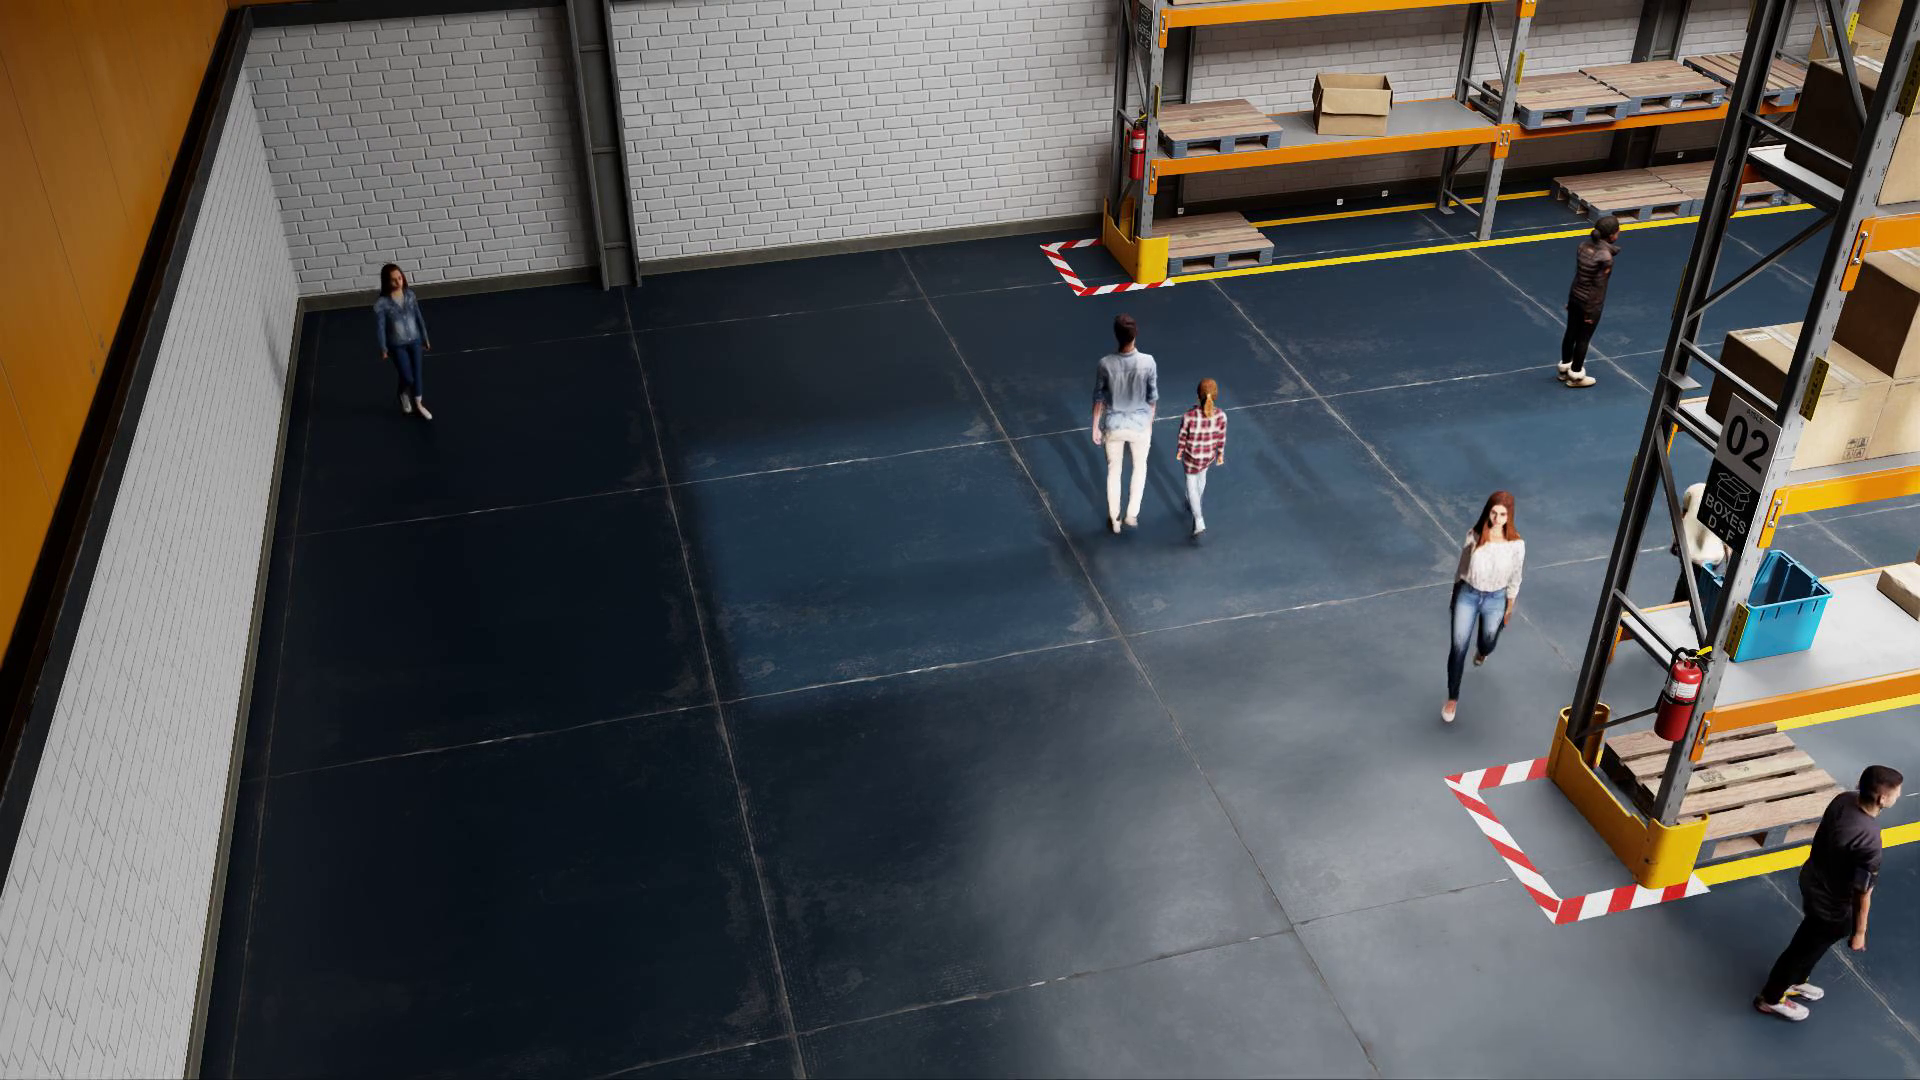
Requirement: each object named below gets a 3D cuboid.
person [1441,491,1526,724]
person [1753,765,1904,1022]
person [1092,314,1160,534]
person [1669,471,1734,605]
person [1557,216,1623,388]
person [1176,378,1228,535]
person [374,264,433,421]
[{"bbox_3d":[3.538,0.377,11.251,1.007,1.711,1.011,14,36,20],"label":"person"},{"bbox_3d":[4.567,1.899,8.929,0.793,1.747,0.786,6,34,10],"label":"person"},{"bbox_3d":[1.291,-0.839,12.973,0.791,1.830,0.863,6,34,9],"label":"person"},{"bbox_3d":[5.177,0.123,11.753,0.665,1.579,0.669,-19,38,-26],"label":"person"},{"bbox_3d":[5.681,-2.159,15.114,0.664,1.659,0.609,-13,36,-18],"label":"person"},{"bbox_3d":[1.908,-0.653,13.183,0.854,1.288,0.658,-5,34,-7],"label":"person"},{"bbox_3d":[-4.946,-1.759,14.681,0.774,1.471,0.699,27,42,34],"label":"person"}]
